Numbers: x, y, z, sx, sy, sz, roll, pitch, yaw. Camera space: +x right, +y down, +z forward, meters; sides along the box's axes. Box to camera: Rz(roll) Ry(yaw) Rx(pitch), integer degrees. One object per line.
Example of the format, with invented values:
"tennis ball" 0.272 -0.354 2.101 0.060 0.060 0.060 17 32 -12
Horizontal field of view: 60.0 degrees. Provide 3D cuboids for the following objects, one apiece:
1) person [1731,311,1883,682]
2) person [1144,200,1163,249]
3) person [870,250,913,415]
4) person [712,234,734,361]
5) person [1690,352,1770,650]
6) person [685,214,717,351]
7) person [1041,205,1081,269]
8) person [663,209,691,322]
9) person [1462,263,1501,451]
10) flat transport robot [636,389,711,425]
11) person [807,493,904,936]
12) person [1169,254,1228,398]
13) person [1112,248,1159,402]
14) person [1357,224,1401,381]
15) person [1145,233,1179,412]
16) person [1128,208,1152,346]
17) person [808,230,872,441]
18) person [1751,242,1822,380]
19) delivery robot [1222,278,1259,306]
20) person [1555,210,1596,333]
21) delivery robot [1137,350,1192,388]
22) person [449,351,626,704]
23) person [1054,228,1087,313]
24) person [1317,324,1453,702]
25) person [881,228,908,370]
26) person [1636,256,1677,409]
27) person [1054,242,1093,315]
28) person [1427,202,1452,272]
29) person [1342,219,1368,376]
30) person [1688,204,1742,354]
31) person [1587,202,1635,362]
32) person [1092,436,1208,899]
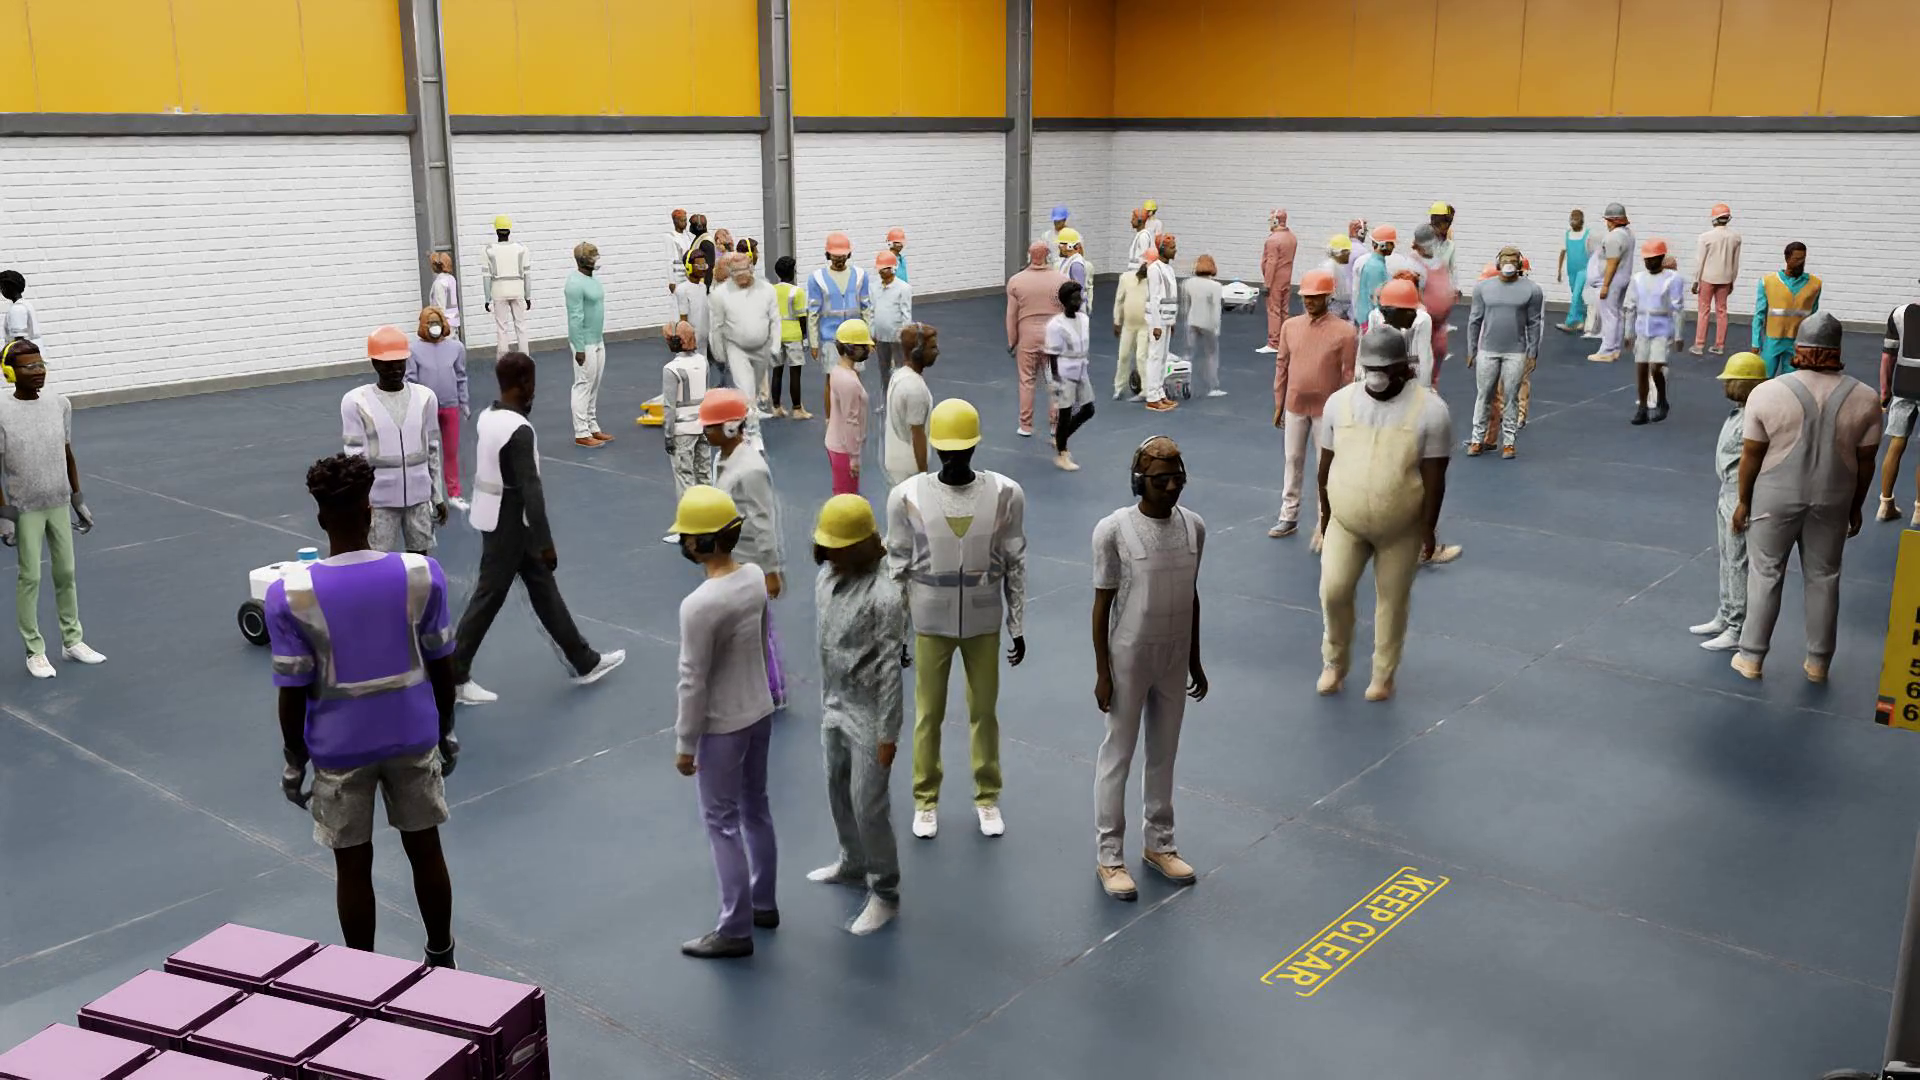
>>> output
"person" 4.599 -0.240 9.134 0.688 2.000 0.536 3 14 12
"person" 3.210 -4.850 28.127 0.334 1.762 0.528 -9 16 -31
"person" -0.734 -2.146 17.362 0.563 1.741 0.370 11 18 38
"person" -2.986 -3.092 21.344 0.308 1.641 0.517 -10 17 -34
"person" 4.501 -0.225 9.681 0.324 1.740 0.492 3 14 13
"person" -3.481 -3.462 22.411 0.429 1.842 0.632 -5 15 -19
"person" 1.378 -3.642 22.926 0.621 1.933 0.504 9 16 31
"person" -3.826 -3.577 22.786 0.340 1.882 0.585 5 15 20
"person" 4.942 -1.707 15.577 0.326 1.752 0.561 2 14 9
"flat transport robot" -2.827 -1.407 17.384 0.652 0.197 1.431 2 14 9
"person" -0.413 0.628 6.344 0.438 1.698 0.675 -10 17 -35
"person" 2.662 -2.381 18.587 0.531 1.610 0.713 13 19 41
"person" 1.961 -2.364 18.314 0.592 1.699 0.379 8 16 28
"person" 4.406 -2.334 17.615 0.407 1.987 0.615 3 14 13
"person" 2.167 -2.328 17.800 0.355 1.882 0.575 5 15 20
"person" 2.482 -3.624 22.971 0.342 1.882 0.586 1 14 4
"person" -1.142 -1.943 15.966 0.613 2.031 0.402 -5 15 -19
"person" 7.980 -1.925 16.114 0.599 1.916 0.377 2 14 6
"delivery robot" 4.482 -3.998 26.972 0.707 0.478 0.477 9 17 33
"person" 9.118 -3.954 24.497 1.000 1.794 0.563 -12 18 -39
"delivery robot" 2.302 -1.937 18.738 0.477 0.478 0.707 -7 16 -24
"person" -2.338 -0.069 8.828 1.038 1.850 0.639 -6 15 -23
"person" 1.284 -2.745 19.566 0.403 1.830 0.600 -2 14 -7
"person" 2.191 -0.137 8.721 0.694 2.000 0.538 6 15 24
"person" -0.801 -3.015 20.807 0.326 1.750 0.563 6 15 23
"person" 7.529 -2.229 17.896 0.307 1.641 0.513 4 15 15
"person" 1.399 -2.916 20.651 0.503 1.631 0.282 1 14 4
"person" 6.801 -3.847 23.775 0.369 1.928 0.585 8 16 31
"person" 4.780 -2.947 20.251 0.398 1.900 0.649 -5 15 -19
"person" 10.042 -3.464 22.141 0.608 1.987 0.401 -2 14 -9
"person" 8.388 -3.338 21.512 0.535 2.000 0.685 11 18 37
"person" 0.754 0.497 6.585 0.504 1.847 0.345 -7 16 -27
